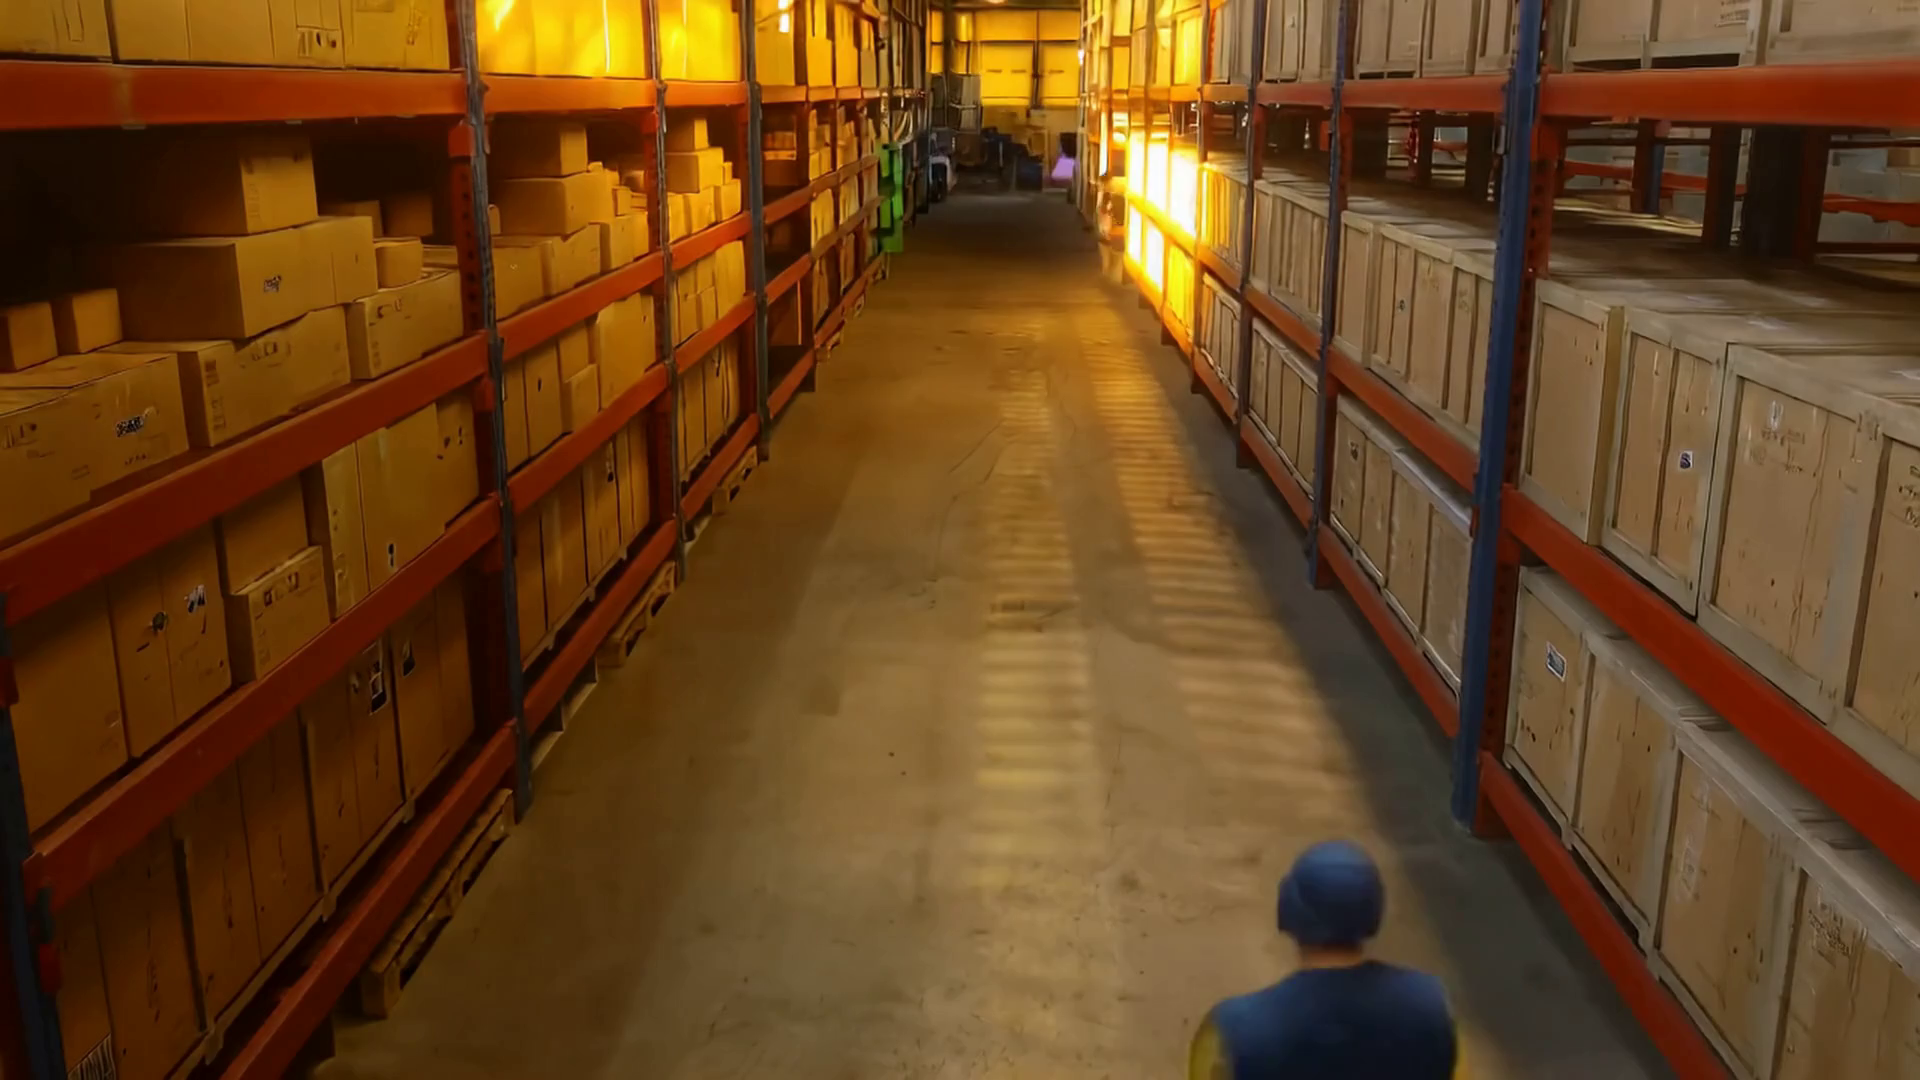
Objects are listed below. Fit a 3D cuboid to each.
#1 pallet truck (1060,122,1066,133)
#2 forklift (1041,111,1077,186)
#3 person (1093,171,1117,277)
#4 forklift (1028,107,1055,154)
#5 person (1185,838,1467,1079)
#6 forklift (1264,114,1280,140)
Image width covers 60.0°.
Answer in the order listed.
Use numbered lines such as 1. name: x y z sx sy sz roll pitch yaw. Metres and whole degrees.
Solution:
1. pallet truck: 5.788 -21.111 88.014 1.885 1.965 0.823 5 16 18
2. forklift: 3.552 -14.642 62.268 1.873 2.768 1.129 0 15 1
3. person: 2.819 -6.055 31.951 0.518 2.030 0.616 1 15 3
4. forklift: 4.115 -19.331 79.717 1.129 2.768 1.873 -8 17 -26
5. person: 0.742 1.587 3.798 0.754 1.872 1.032 -6 16 -20
6. forklift: 11.032 -14.050 60.067 1.129 2.768 1.873 0 15 2
